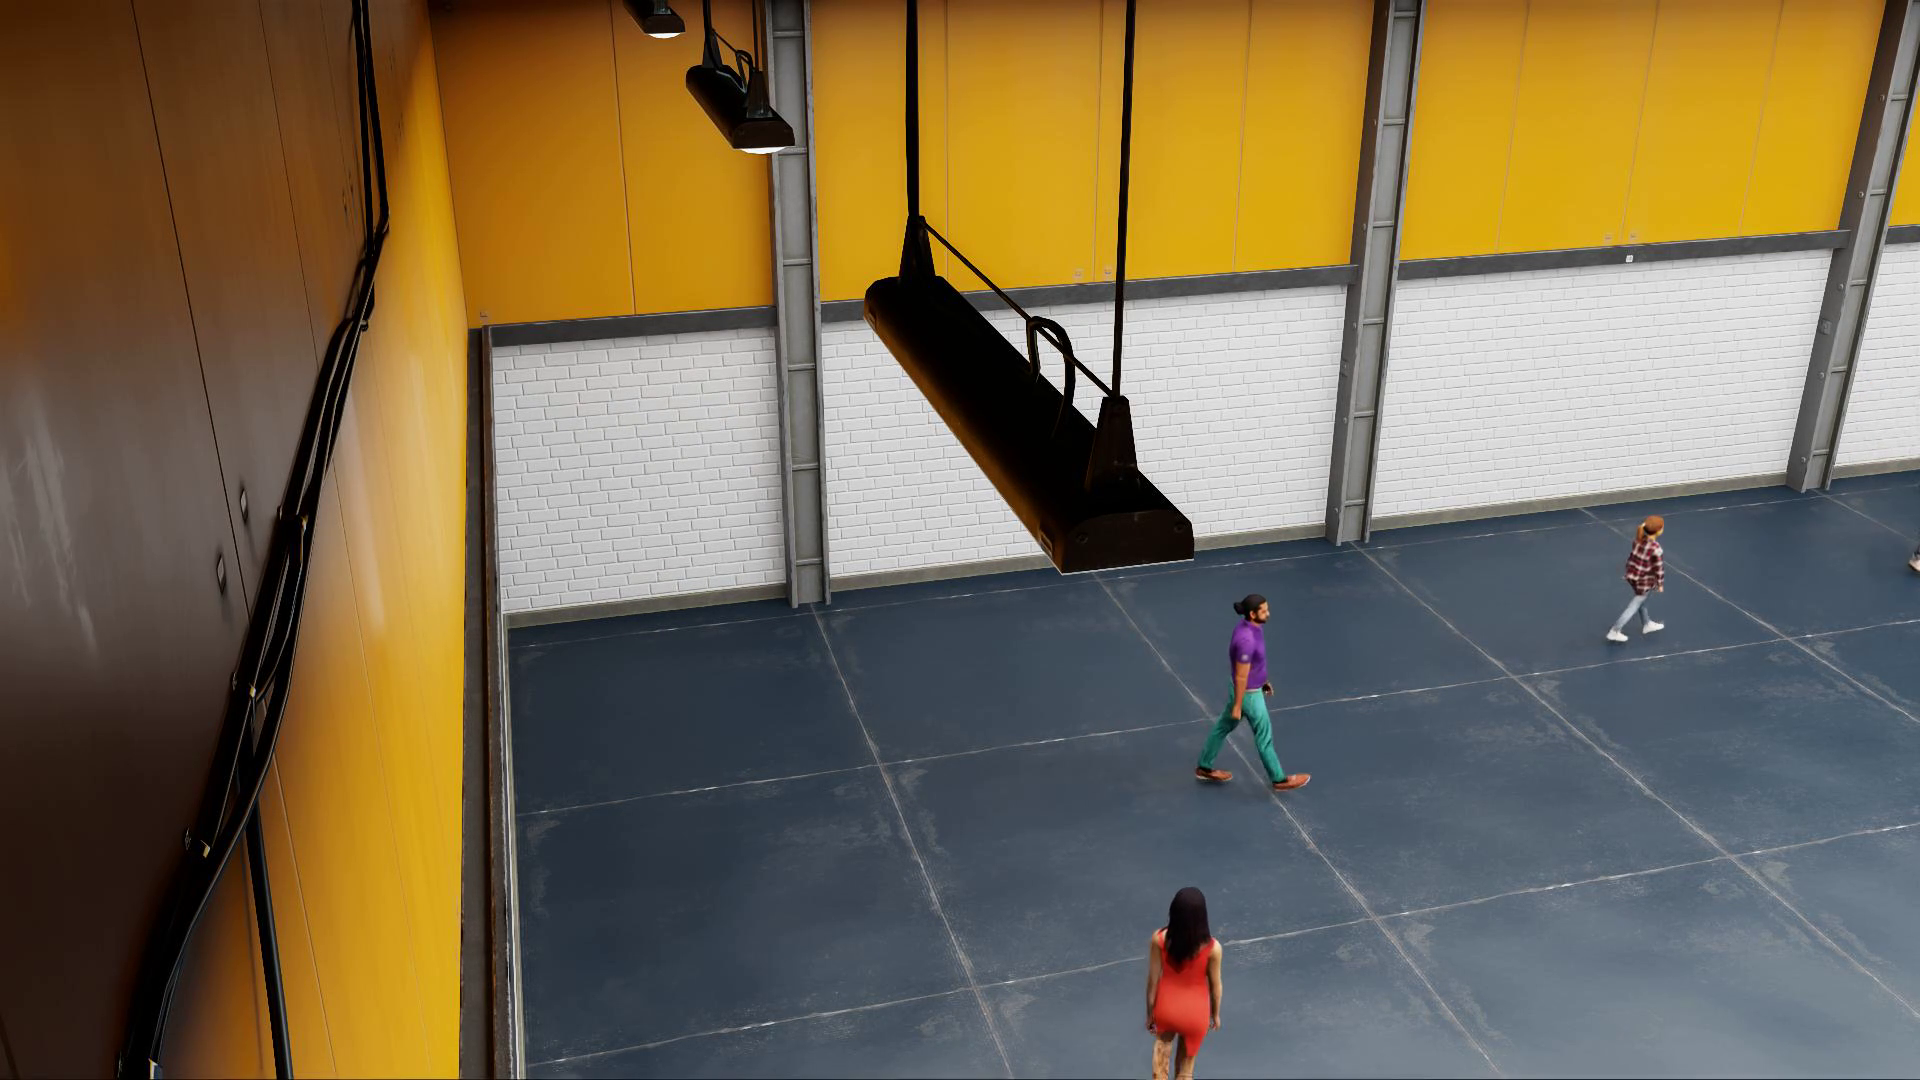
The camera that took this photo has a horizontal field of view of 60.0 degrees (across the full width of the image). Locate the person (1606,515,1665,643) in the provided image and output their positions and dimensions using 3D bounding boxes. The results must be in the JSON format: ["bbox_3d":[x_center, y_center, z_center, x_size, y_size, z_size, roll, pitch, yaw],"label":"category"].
[{"bbox_3d":[6.428,0.391,15.798,0.890,1.273,0.538,-7,24,-15],"label":"person"}]

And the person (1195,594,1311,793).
[{"bbox_3d":[2.191,1.231,13.321,1.215,1.717,0.910,3,24,6],"label":"person"}]

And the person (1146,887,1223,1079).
[{"bbox_3d":[1.279,2.813,9.714,0.673,1.709,0.751,8,25,18],"label":"person"}]
